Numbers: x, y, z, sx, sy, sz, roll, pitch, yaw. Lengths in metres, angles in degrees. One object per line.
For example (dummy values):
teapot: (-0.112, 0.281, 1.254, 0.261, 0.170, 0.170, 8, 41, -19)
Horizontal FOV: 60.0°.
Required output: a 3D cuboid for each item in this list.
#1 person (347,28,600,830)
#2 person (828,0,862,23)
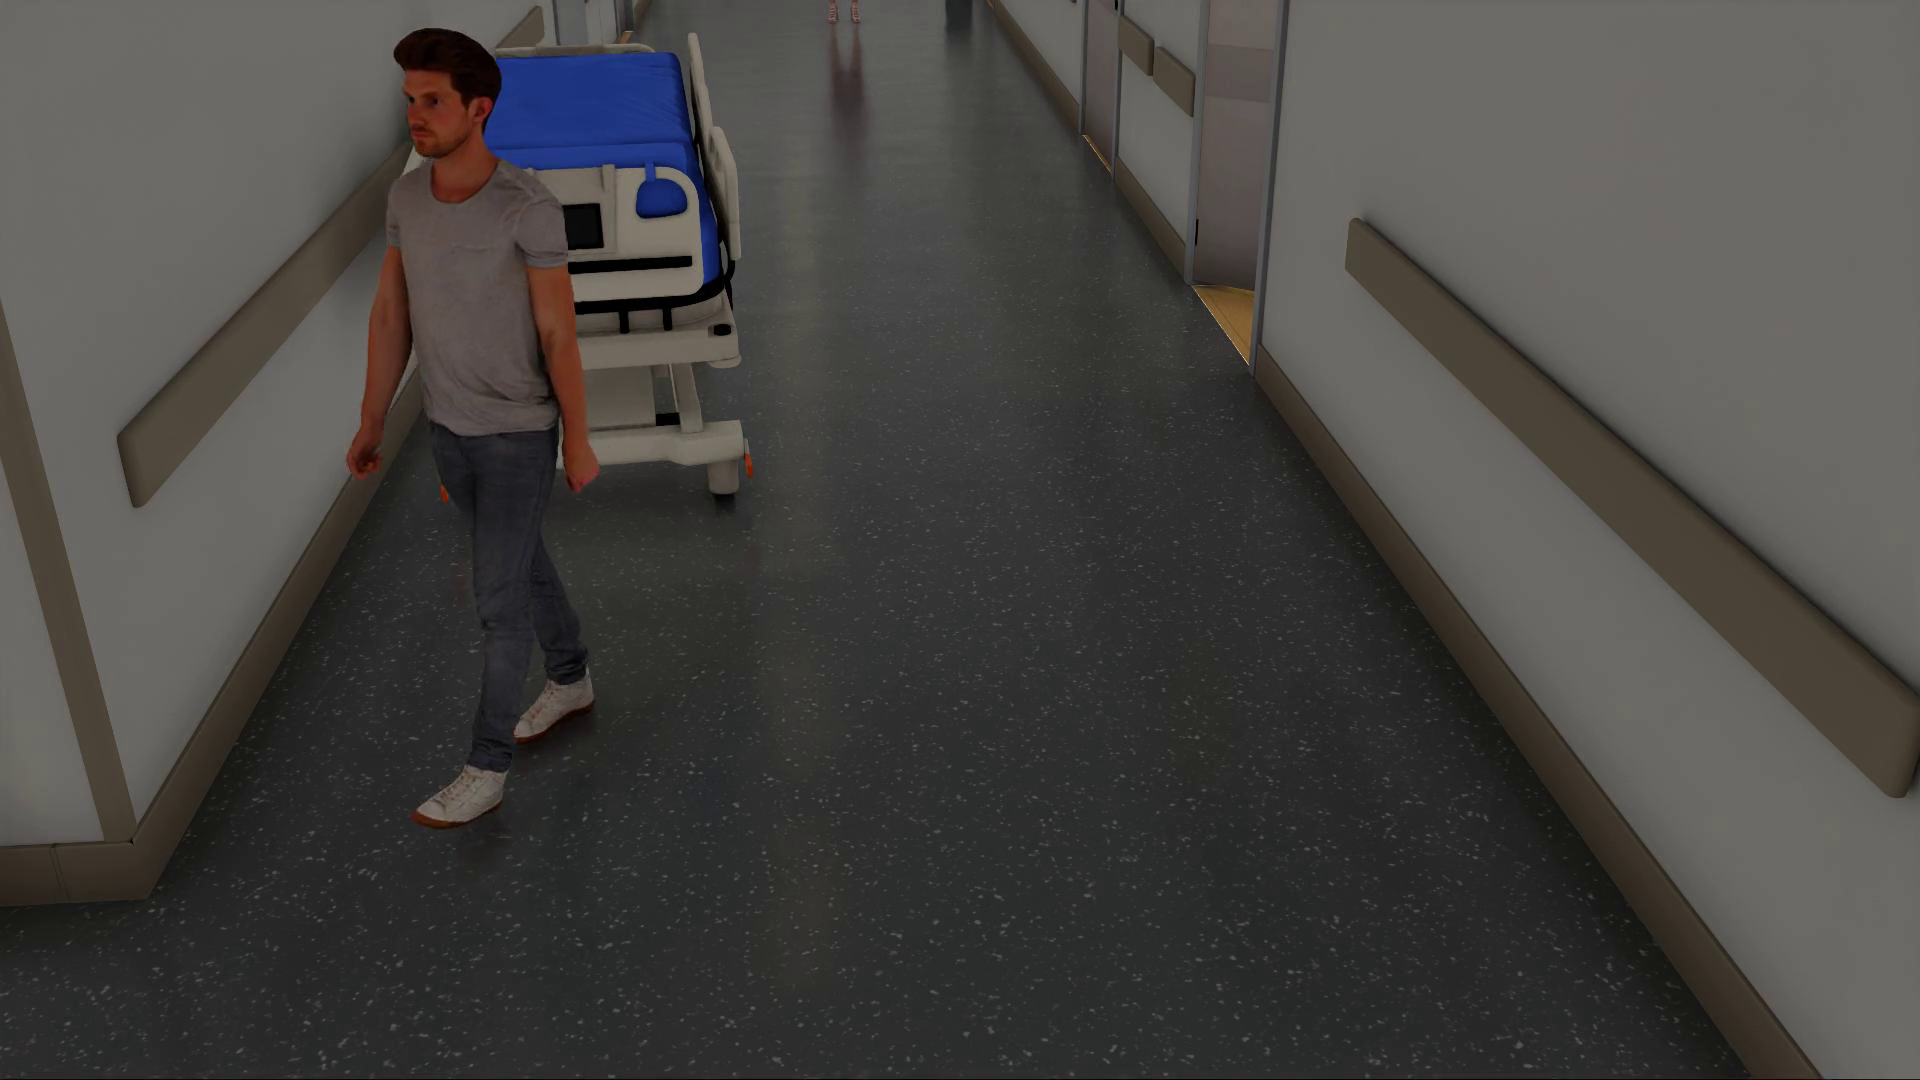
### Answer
person: (-1.114, -0.304, 4.139, 1.067, 1.870, 1.066, 14, 29, 27)
person: (-1.100, -5.789, 15.651, 0.447, 1.751, 0.656, -1, 26, -3)
